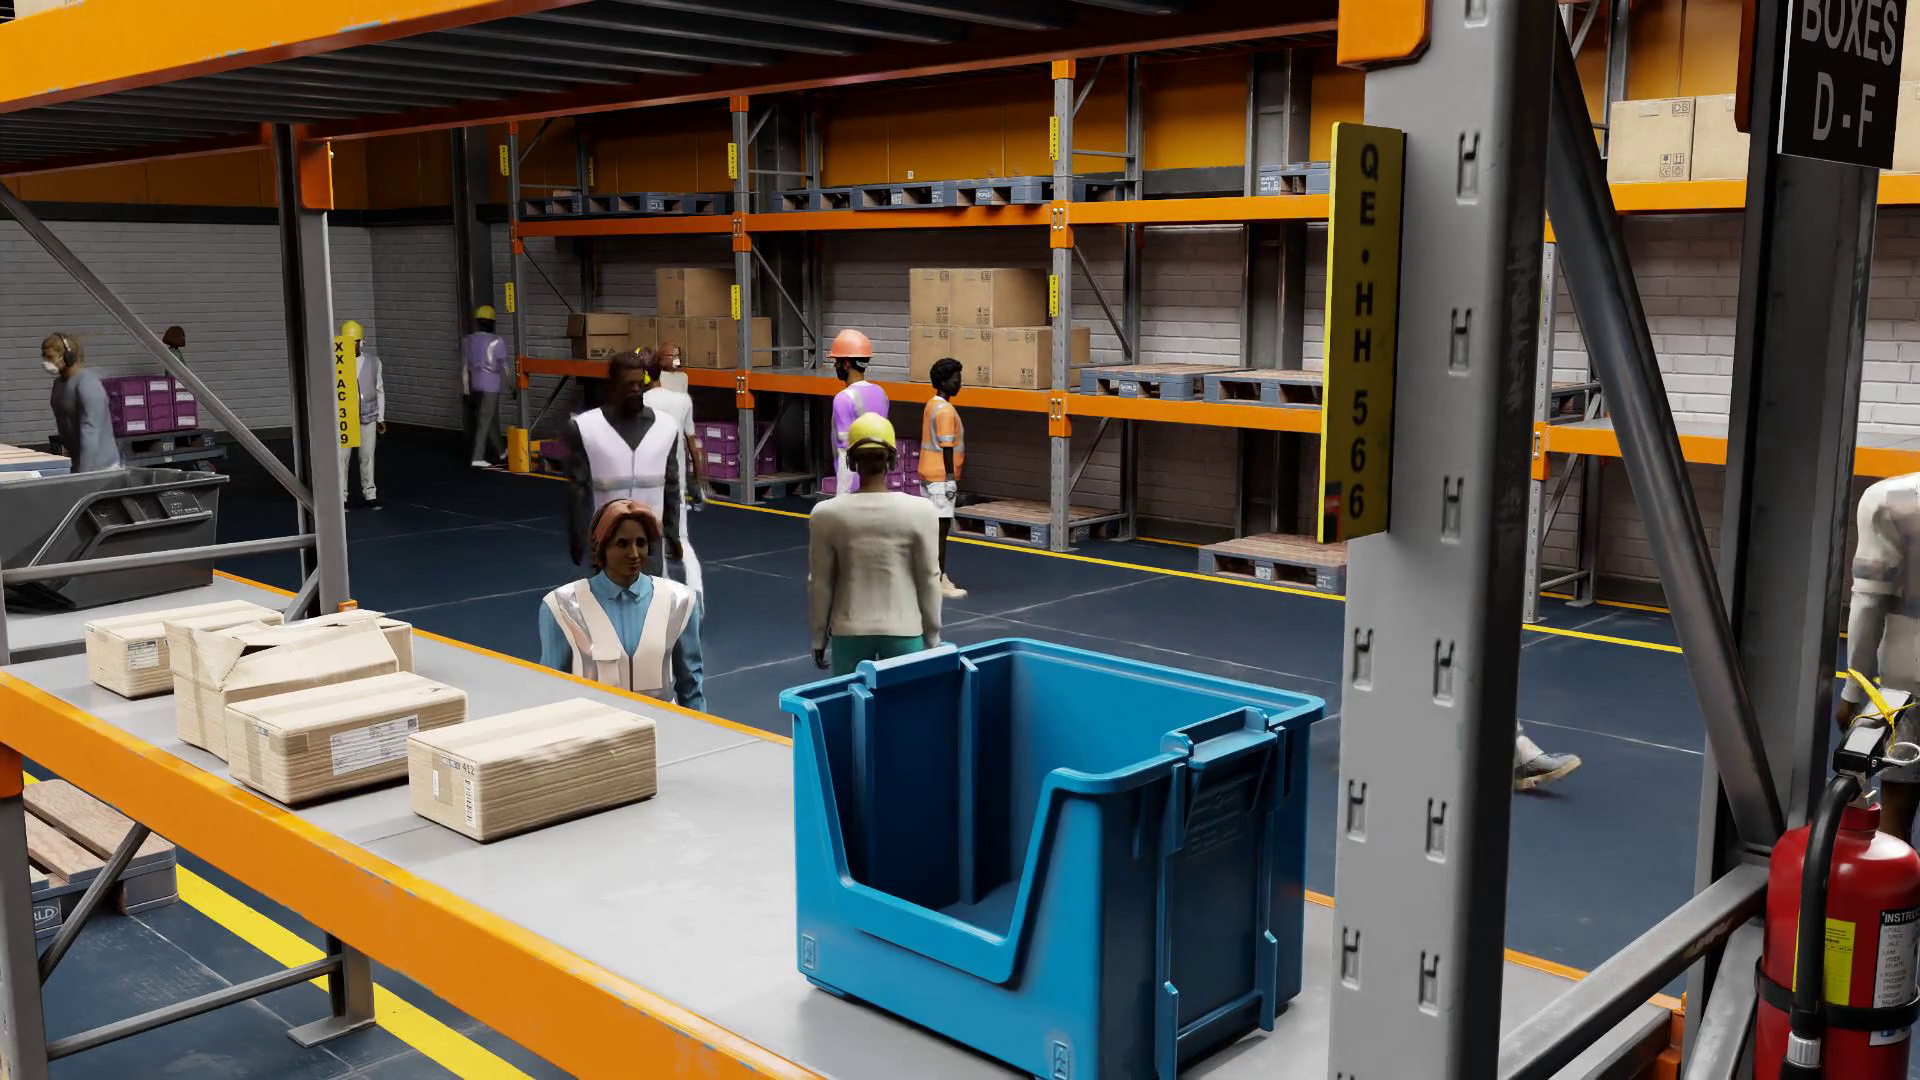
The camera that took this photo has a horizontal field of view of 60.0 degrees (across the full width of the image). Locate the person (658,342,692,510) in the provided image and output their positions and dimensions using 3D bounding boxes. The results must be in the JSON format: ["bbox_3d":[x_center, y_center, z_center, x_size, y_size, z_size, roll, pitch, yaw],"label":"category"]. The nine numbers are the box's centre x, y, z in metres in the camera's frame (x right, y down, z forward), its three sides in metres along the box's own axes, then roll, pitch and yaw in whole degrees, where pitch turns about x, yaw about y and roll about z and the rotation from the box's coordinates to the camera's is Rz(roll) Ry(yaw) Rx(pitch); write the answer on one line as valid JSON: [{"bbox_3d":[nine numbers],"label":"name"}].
[{"bbox_3d":[-2.763,-1.073,15.866,0.282,1.625,0.492,7,12,39],"label":"person"}]

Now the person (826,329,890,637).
[{"bbox_3d":[-0.658,-0.346,10.444,0.374,1.939,0.545,4,10,24],"label":"person"}]

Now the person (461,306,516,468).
[{"bbox_3d":[-5.510,-1.807,19.590,0.600,1.880,0.945,5,10,27],"label":"person"}]

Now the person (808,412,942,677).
[{"bbox_3d":[-0.333,0.372,6.614,0.535,1.757,0.343,1,9,6],"label":"person"}]

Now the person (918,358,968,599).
[{"bbox_3d":[-0.129,-0.439,11.755,0.322,1.695,0.536,-2,10,-14],"label":"person"}]

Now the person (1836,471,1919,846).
[{"bbox_3d":[3.178,0.449,5.359,0.635,2.037,0.548,3,10,18],"label":"person"}]

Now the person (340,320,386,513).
[{"bbox_3d":[-5.763,-1.173,15.853,0.591,1.829,0.404,-7,11,-35],"label":"person"}]

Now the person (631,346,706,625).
[{"bbox_3d":[-1.884,-0.330,10.689,0.549,1.830,0.756,-5,11,-29],"label":"person"}]

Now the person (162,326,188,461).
[{"bbox_3d":[-9.472,-1.769,20.121,0.288,1.627,0.502,-6,11,-34],"label":"person"}]

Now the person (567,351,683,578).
[{"bbox_3d":[-1.821,-0.073,8.919,0.605,1.901,0.649,-5,11,-30],"label":"person"}]

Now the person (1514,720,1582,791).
[{"bbox_3d":[2.222,0.165,7.288,1.032,1.937,0.654,6,11,33],"label":"person"}]

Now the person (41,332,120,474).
[{"bbox_3d":[-6.125,-0.493,11.542,0.674,1.873,0.981,8,12,41],"label":"person"}]

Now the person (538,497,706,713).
[{"bbox_3d":[-1.030,0.678,5.111,0.511,1.633,0.313,-4,10,-24],"label":"person"}]
